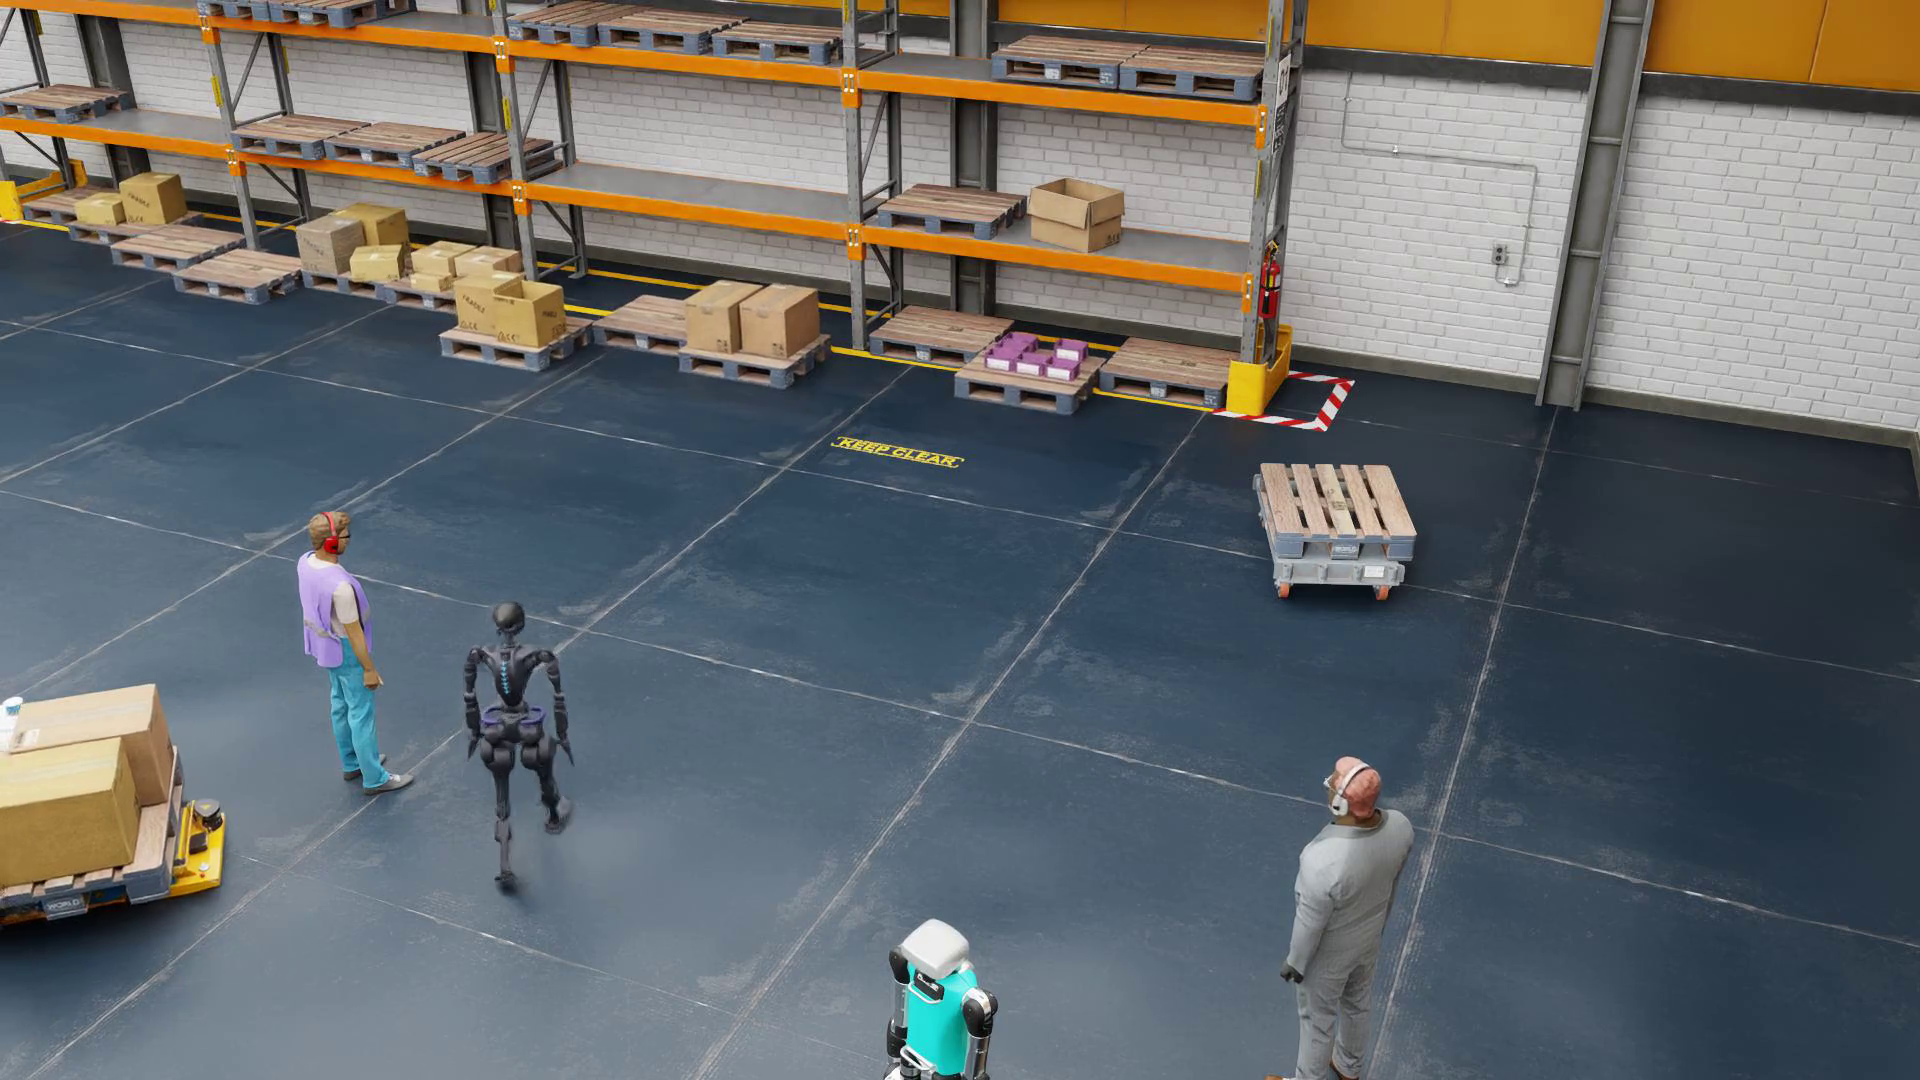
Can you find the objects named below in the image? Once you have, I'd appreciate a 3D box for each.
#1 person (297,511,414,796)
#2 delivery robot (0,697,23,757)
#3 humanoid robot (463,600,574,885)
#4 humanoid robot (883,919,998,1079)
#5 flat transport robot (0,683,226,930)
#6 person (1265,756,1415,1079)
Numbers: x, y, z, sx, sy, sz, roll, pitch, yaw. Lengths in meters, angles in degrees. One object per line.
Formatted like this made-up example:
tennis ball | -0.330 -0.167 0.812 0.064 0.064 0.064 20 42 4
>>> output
person | -3.660 0.684 9.894 0.391 1.838 0.563 -24 36 -39
delivery robot | -5.745 1.229 10.205 0.746 0.565 0.499 4 28 8
humanoid robot | -2.496 1.121 9.288 0.604 1.636 0.772 0 27 0
humanoid robot | -0.242 2.342 6.639 0.735 1.681 0.533 -24 36 -38
flat transport robot | -4.930 1.841 9.362 1.431 0.231 0.659 -9 29 -17
person | 1.721 1.809 7.637 0.639 1.911 0.413 -19 33 -32
